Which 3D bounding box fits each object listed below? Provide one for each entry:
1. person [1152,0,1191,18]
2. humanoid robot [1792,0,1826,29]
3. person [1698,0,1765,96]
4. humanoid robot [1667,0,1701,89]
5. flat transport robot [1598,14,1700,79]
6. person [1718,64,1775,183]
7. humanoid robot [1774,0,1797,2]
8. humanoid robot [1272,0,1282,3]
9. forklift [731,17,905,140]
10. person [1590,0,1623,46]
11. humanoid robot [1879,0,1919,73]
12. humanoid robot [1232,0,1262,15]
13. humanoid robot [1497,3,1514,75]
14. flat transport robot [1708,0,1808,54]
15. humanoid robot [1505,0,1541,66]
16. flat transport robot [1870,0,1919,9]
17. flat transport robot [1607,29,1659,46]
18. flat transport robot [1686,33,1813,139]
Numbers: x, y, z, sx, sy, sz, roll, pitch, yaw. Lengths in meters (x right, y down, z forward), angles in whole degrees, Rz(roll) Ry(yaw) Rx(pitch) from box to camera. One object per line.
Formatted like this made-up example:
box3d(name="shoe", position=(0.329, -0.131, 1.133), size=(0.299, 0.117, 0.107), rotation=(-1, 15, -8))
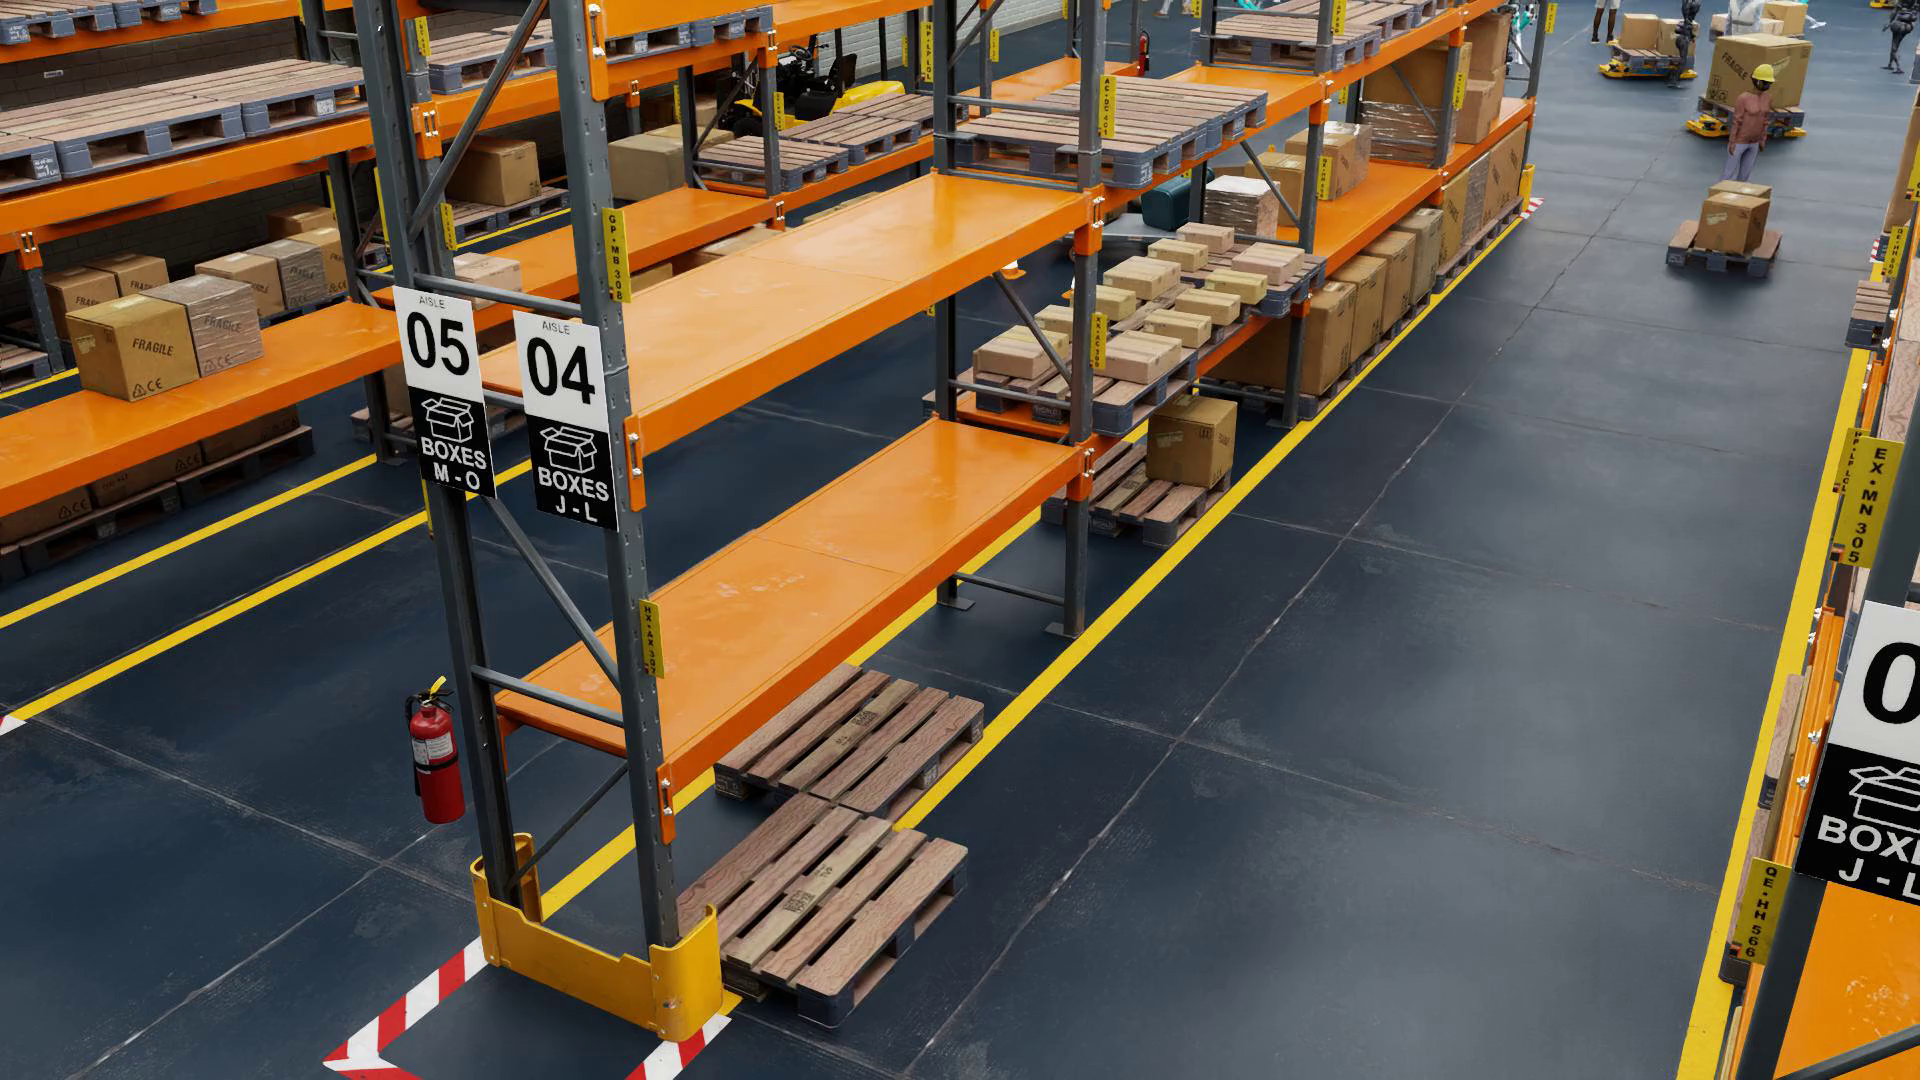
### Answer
box3d(name="person", position=(4.302, -11.423, 33.211), size=(0.858, 1.905, 0.658), rotation=(-8, 27, -17))
box3d(name="humanoid robot", position=(16.016, -10.525, 31.518), size=(1.015, 1.728, 0.537), rotation=(3, 26, 6))
box3d(name="person", position=(11.919, -7.657, 25.443), size=(0.883, 1.845, 0.624), rotation=(-16, 30, -30))
box3d(name="humanoid robot", position=(11.520, -8.011, 26.366), size=(0.337, 1.660, 0.599), rotation=(14, 29, 27))
box3d(name="flat transport robot", position=(11.415, -7.816, 27.582), size=(1.431, 0.231, 0.659), rotation=(2, 26, 3))
box3d(name="person", position=(9.057, -4.571, 19.127), size=(0.522, 1.761, 0.340), rotation=(-9, 27, -19))
box3d(name="humanoid robot", position=(14.932, -9.723, 29.884), size=(0.542, 1.794, 0.844), rotation=(-20, 32, -35))
box3d(name="humanoid robot", position=(7.064, -12.086, 34.816), size=(1.044, 1.756, 0.558), rotation=(-6, 26, -13))
box3d(name="forklift", position=(-1.819, -5.975, 21.543), size=(2.313, 2.155, 1.214), rotation=(14, 29, 26))
box3d(name="person", position=(11.801, -9.996, 30.159), size=(0.611, 1.963, 0.363), rotation=(21, 33, 37))
box3d(name="humanoid robot", position=(15.665, -8.629, 27.684), size=(0.606, 1.645, 0.610), rotation=(-11, 28, -22))
box3d(name="humanoid robot", position=(5.276, -10.017, 30.410), size=(0.745, 1.740, 0.531), rotation=(-12, 28, -24))
box3d(name="humanoid robot", position=(7.912, -6.953, 24.166), size=(0.509, 1.636, 0.607), rotation=(0, 26, 0))
box3d(name="flat transport robot", position=(13.999, -8.638, 29.291), size=(1.431, 0.231, 0.659), rotation=(-12, 28, -24))
box3d(name="humanoid robot", position=(9.450, -8.927, 28.124), size=(0.530, 1.728, 0.712), rotation=(-2, 26, -4))
box3d(name="flat transport robot", position=(19.736, -11.134, 34.477), size=(1.431, 0.231, 0.659), rotation=(18, 31, 33))
box3d(name="flat transport robot", position=(12.503, -9.104, 30.260), size=(1.431, 0.231, 0.659), rotation=(-17, 31, -32))
box3d(name="flat transport robot", position=(11.119, -5.869, 23.537), size=(1.431, 0.231, 0.659), rotation=(0, 26, 0))
